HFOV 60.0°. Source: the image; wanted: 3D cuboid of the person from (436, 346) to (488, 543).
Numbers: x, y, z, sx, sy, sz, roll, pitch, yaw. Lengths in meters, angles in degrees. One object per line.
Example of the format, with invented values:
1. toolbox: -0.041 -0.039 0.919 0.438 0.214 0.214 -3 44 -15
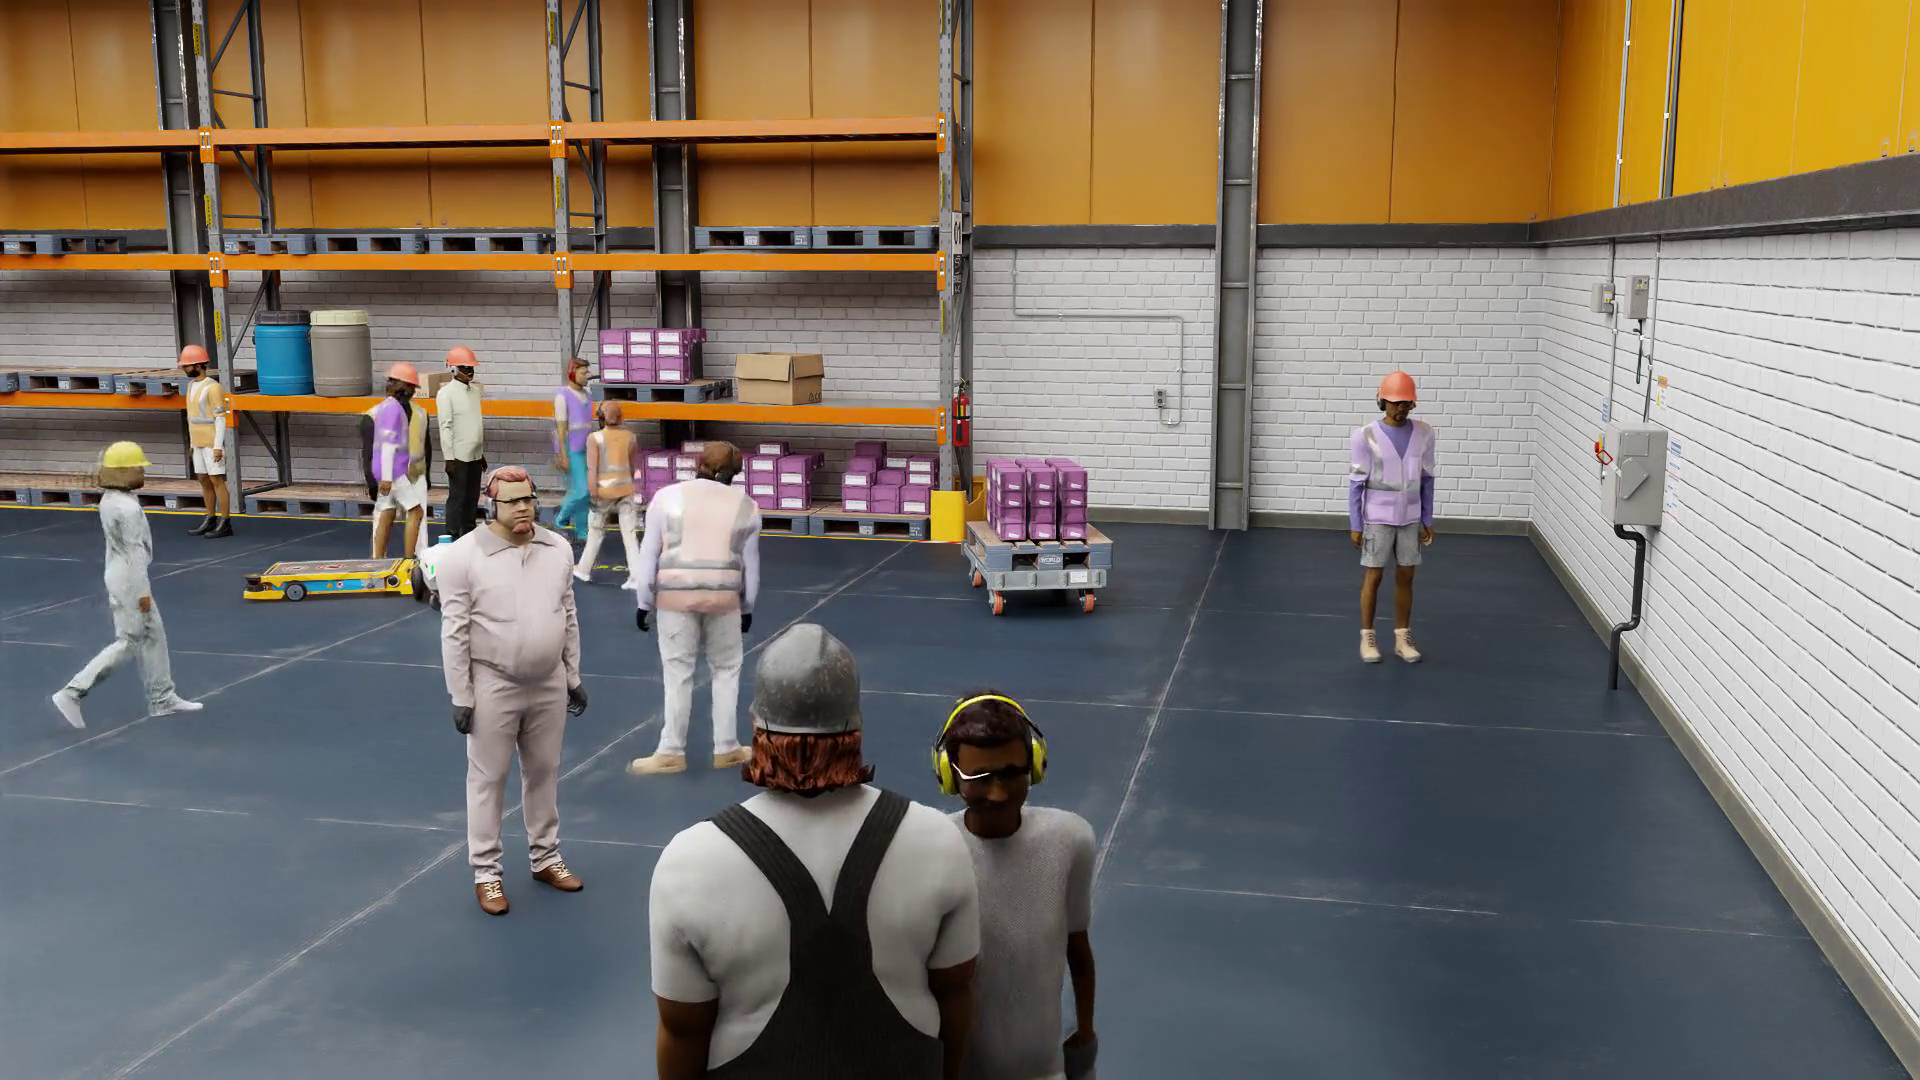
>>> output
1. person: -4.538 -0.780 15.259 0.386 1.993 0.622 2 10 14

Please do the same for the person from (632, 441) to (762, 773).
1. person: -1.463 0.368 9.065 0.753 1.809 0.433 -3 10 -16

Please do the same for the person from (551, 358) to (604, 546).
1. person: -3.689 -0.836 16.050 0.435 1.834 0.588 3 10 17

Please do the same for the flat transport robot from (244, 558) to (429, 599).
1. flat transport robot: -5.154 0.313 13.882 1.431 0.197 0.652 -2 10 -11

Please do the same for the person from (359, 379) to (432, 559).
1. person: -4.905 -0.541 14.516 0.648 1.799 0.979 -8 12 -39

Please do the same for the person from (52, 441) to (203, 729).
1. person: -5.015 0.264 9.912 0.773 1.712 0.490 -7 12 -37

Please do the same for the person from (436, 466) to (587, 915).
1. person: -1.900 0.629 7.176 0.638 1.909 0.407 -9 13 -43

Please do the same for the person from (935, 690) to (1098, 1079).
1. person: 0.070 1.236 3.747 0.532 1.848 0.474 -1 10 -7

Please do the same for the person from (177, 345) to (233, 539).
1. person: -7.549 -0.976 16.608 0.548 1.931 0.379 8 12 38

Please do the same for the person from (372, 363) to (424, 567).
1. person: -4.821 -0.571 14.347 0.671 1.884 0.601 -5 11 -27

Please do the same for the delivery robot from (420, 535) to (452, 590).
1. delivery robot: -4.139 0.206 13.401 0.477 0.478 0.707 -4 10 -23

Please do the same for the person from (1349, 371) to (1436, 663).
1. person: 2.981 -0.150 11.443 0.611 2.032 0.421 -2 10 -9

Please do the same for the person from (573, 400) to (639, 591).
1. person: -2.980 -0.383 14.078 0.520 1.596 0.817 -8 13 -41
